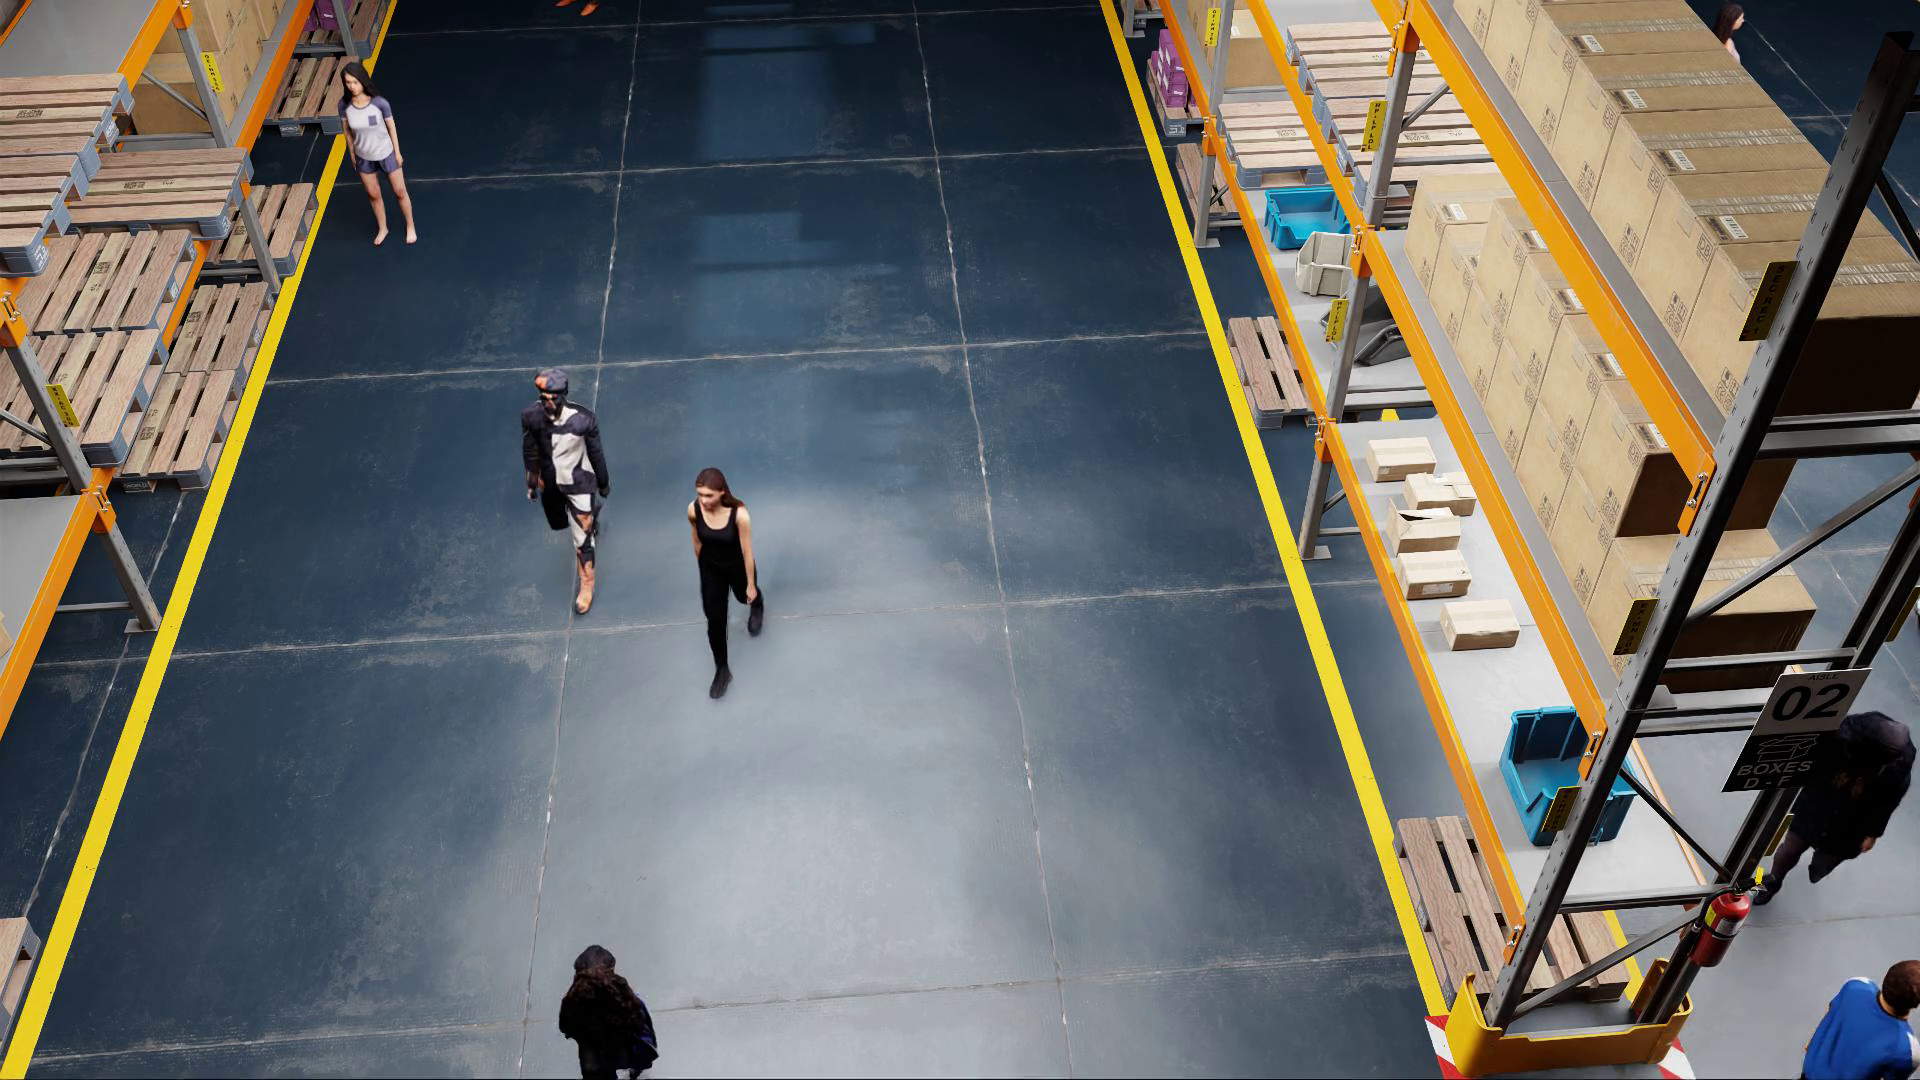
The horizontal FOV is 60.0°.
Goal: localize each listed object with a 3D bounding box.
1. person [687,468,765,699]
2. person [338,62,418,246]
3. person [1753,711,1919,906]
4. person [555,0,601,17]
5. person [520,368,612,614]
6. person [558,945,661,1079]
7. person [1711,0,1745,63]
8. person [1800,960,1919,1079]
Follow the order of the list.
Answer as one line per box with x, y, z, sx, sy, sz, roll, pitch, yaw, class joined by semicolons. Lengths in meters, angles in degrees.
-1.460;0.149;10.740;0.799;1.653;1.186;7;44;7;person
-5.038;-3.339;14.362;0.593;1.706;0.508;-2;44;-2;person
4.936;1.487;9.332;0.911;1.657;0.970;34;53;30;person
-4.132;-6.496;17.603;0.767;1.807;0.817;27;50;26;person
-2.618;-0.439;11.199;0.873;1.871;1.175;6;44;6;person
-1.722;2.609;8.215;0.679;1.573;1.061;-7;44;-7;person
6.663;-3.941;14.918;0.700;1.811;0.499;1;44;1;person
4.162;2.620;8.000;0.832;1.854;0.853;-15;46;-15;person
